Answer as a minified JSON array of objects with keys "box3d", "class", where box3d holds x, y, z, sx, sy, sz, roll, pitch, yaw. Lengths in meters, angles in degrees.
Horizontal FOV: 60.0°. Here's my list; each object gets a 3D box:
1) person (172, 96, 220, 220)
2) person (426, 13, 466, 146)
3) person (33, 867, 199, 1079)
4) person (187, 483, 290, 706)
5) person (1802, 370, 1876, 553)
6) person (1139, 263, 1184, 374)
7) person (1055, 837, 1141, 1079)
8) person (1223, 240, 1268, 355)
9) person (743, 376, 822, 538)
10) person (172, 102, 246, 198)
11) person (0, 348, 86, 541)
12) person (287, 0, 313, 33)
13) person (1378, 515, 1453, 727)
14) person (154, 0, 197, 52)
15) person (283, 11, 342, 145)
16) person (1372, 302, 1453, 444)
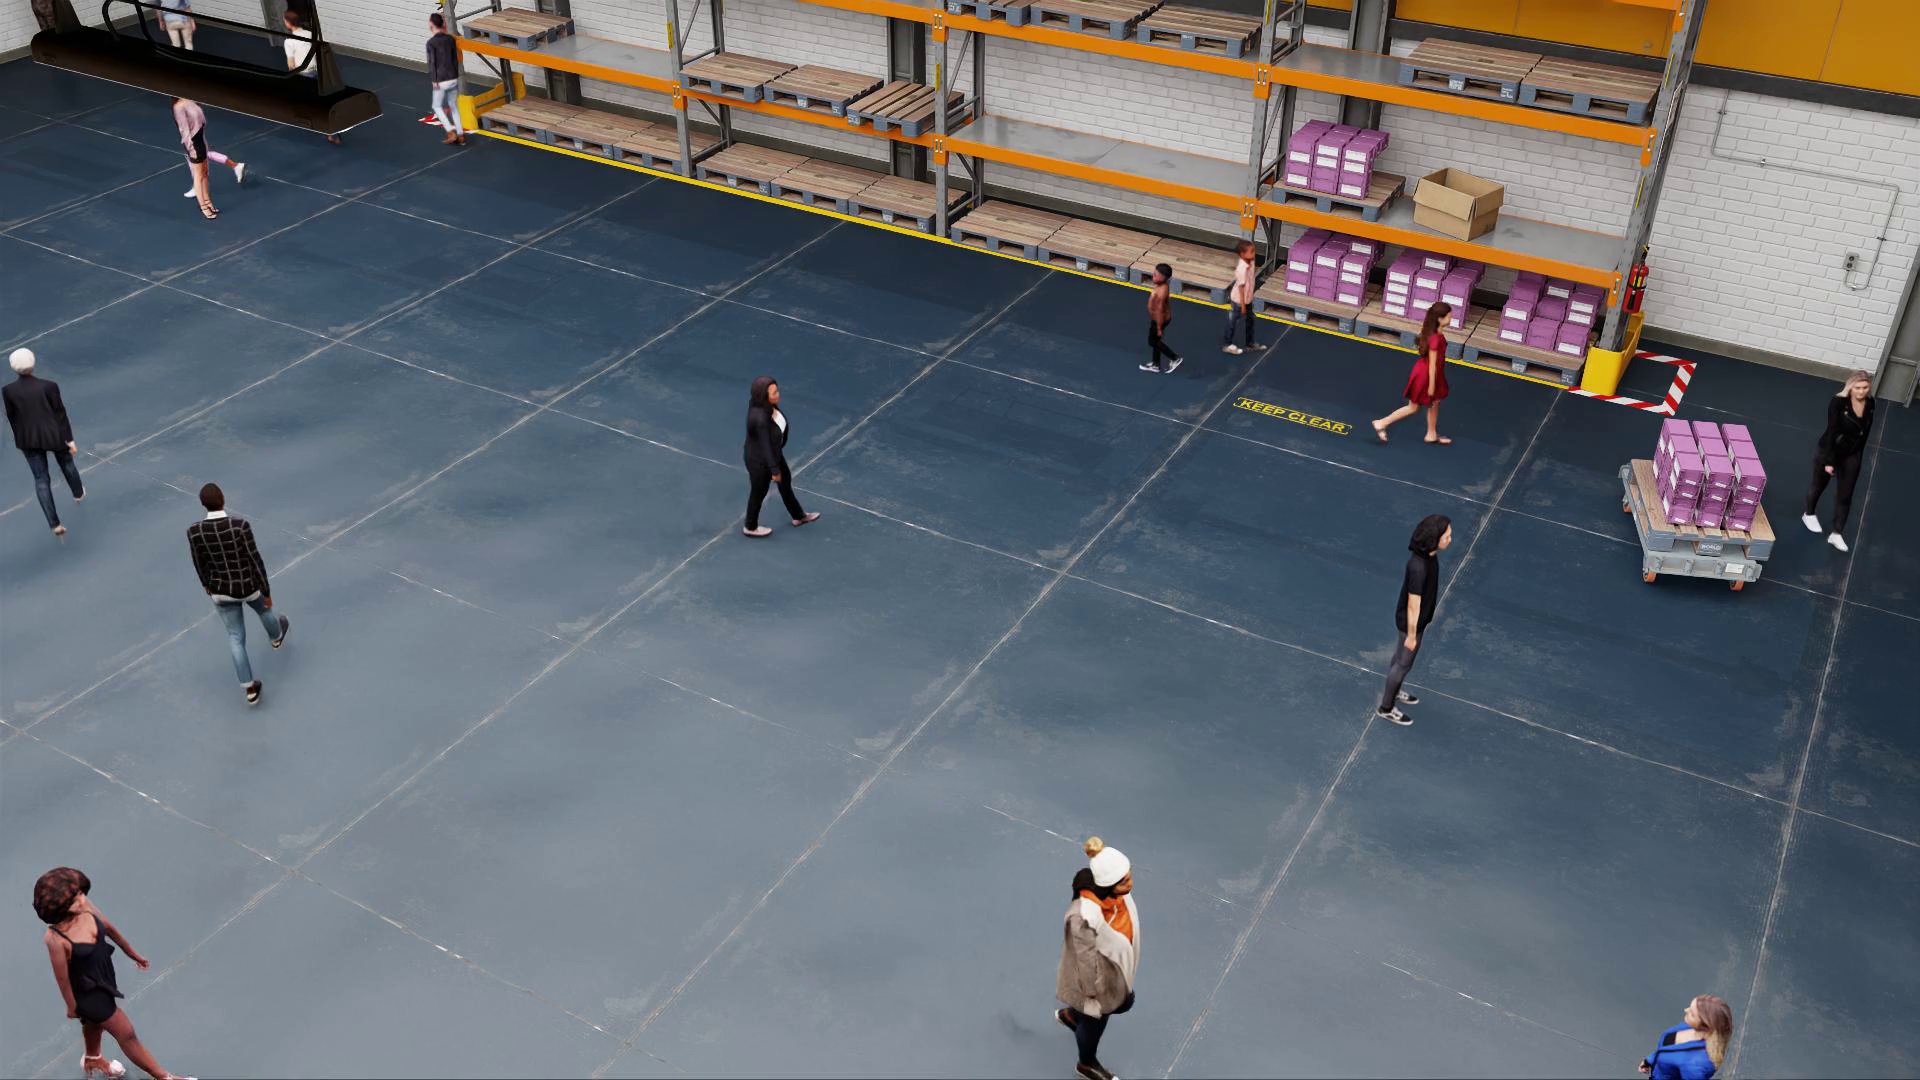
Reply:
[{"box3d":[-9.619,-4.942,20.896,0.715,1.810,0.710,-1,34,-1],"class":"person"},{"box3d":[-7.052,-6.321,22.960,0.620,1.822,0.694,22,39,29],"class":"person"},{"box3d":[-5.108,2.577,9.635,1.081,1.754,0.892,-1,34,-1],"class":"person"},{"box3d":[-5.594,0.454,12.815,1.207,1.769,1.237,-6,34,-9],"class":"person"},{"box3d":[7.748,-0.793,14.792,0.955,1.658,0.935,-1,34,-1],"class":"person"},{"box3d":[2.160,-2.314,17.453,0.754,1.245,0.643,6,34,8],"class":"person"},{"box3d":[0.733,2.444,9.722,0.749,1.879,0.675,18,37,25],"class":"person"},{"box3d":[2.963,-2.613,17.856,0.691,1.298,0.563,15,36,21],"class":"person"},{"box3d":[-1.810,-0.715,14.736,1.054,1.591,0.923,-1,34,-1],"class":"person"},{"box3d":[-9.817,-5.302,21.525,0.979,1.713,1.083,-18,38,-25],"class":"person"},{"box3d":[-8.086,-0.798,14.579,1.195,1.750,1.183,-9,35,-14],"class":"person"},{"box3d":[-10.114,-7.921,25.542,0.732,1.629,0.793,0,34,0],"class":"person"},{"box3d":[3.429,0.567,12.591,0.570,1.829,0.663,12,35,17],"class":"person"},{"box3d":[-11.917,-7.846,25.271,1.018,1.803,1.060,-6,34,-8],"class":"person"},{"box3d":[-8.960,-6.364,23.049,1.238,1.795,0.755,23,40,30],"class":"person"},{"box3d":[4.442,-1.591,16.111,1.078,1.527,0.760,7,34,10],"class":"person"}]
